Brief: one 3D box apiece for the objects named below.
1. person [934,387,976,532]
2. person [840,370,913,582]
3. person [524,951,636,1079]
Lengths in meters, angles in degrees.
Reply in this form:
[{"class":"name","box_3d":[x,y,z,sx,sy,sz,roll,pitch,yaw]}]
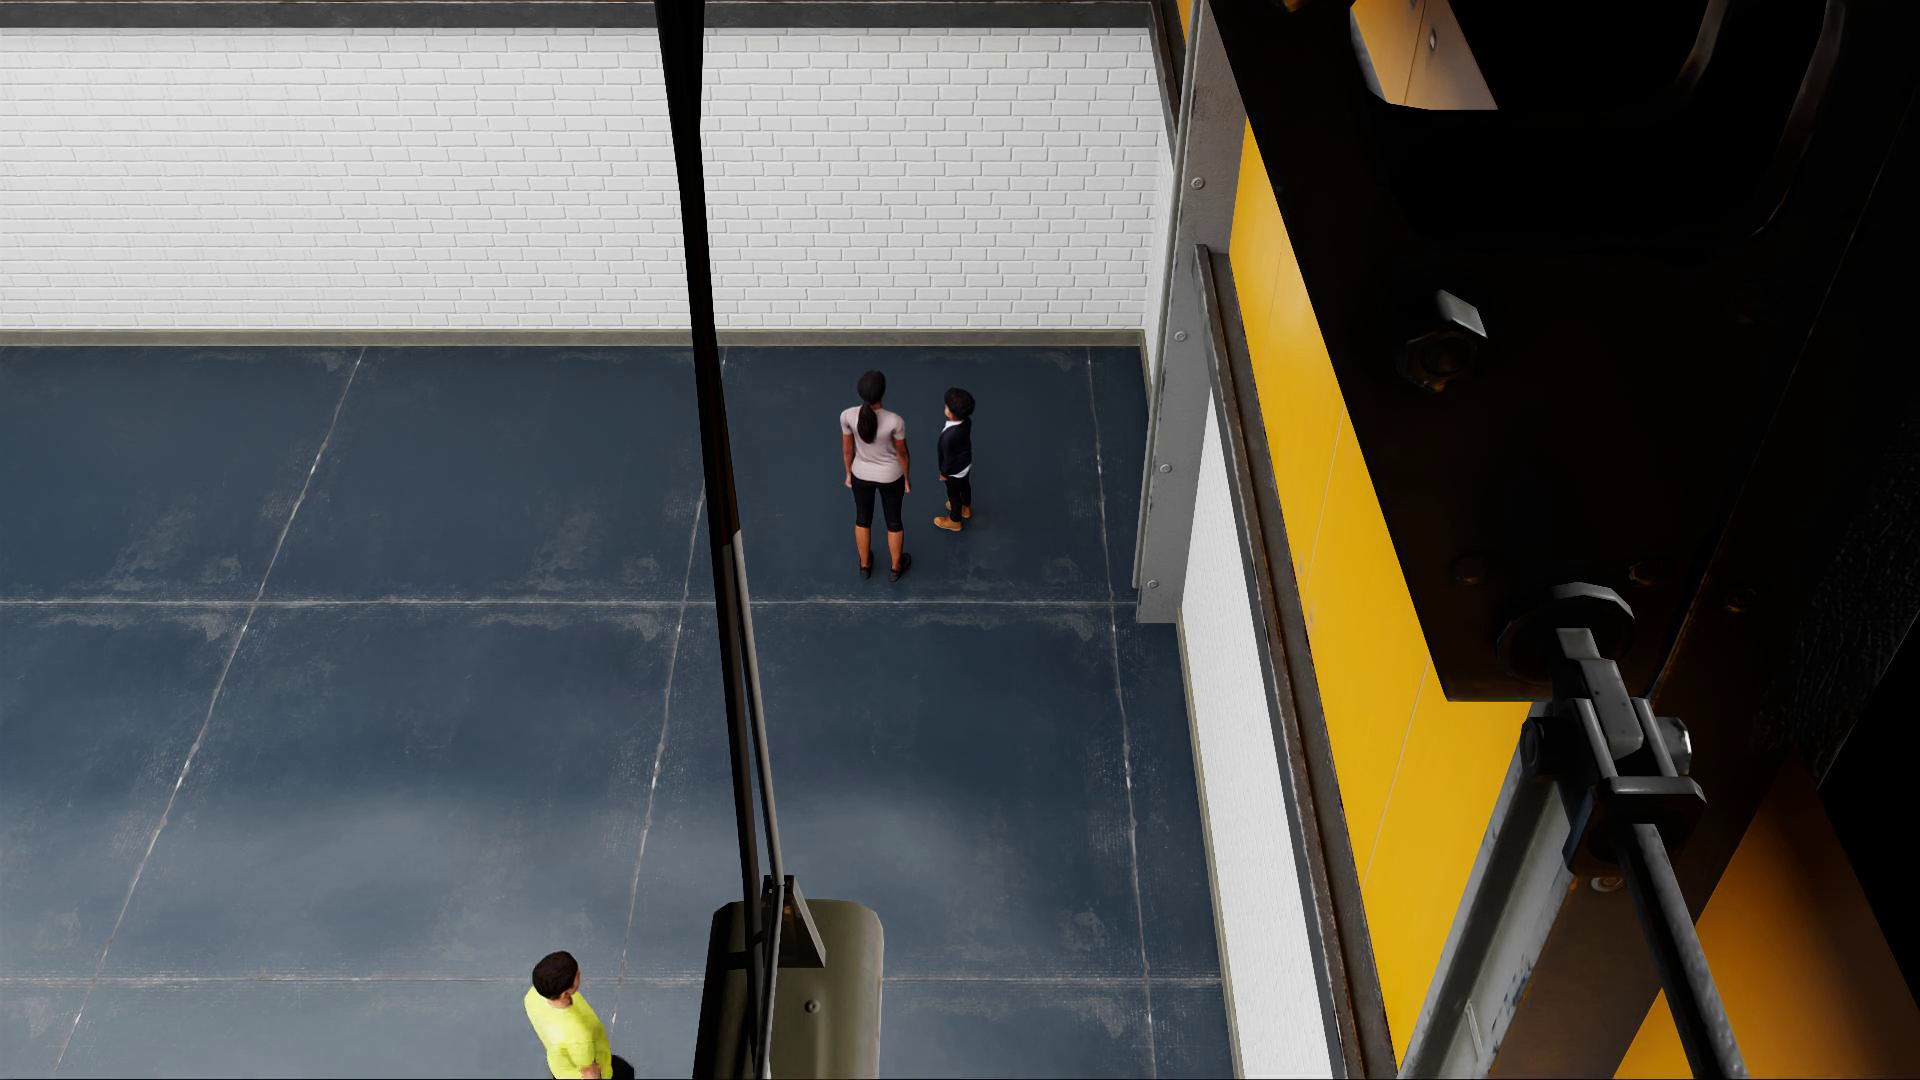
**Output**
[{"class":"person","box_3d":[-0.021,-0.583,11.835,0.647,1.227,0.561,21,47,20]},{"class":"person","box_3d":[-0.568,-0.429,11.298,0.644,1.747,0.583,7,44,7]},{"class":"person","box_3d":[-1.933,2.606,8.158,1.041,1.683,1.110,33,53,30]}]
